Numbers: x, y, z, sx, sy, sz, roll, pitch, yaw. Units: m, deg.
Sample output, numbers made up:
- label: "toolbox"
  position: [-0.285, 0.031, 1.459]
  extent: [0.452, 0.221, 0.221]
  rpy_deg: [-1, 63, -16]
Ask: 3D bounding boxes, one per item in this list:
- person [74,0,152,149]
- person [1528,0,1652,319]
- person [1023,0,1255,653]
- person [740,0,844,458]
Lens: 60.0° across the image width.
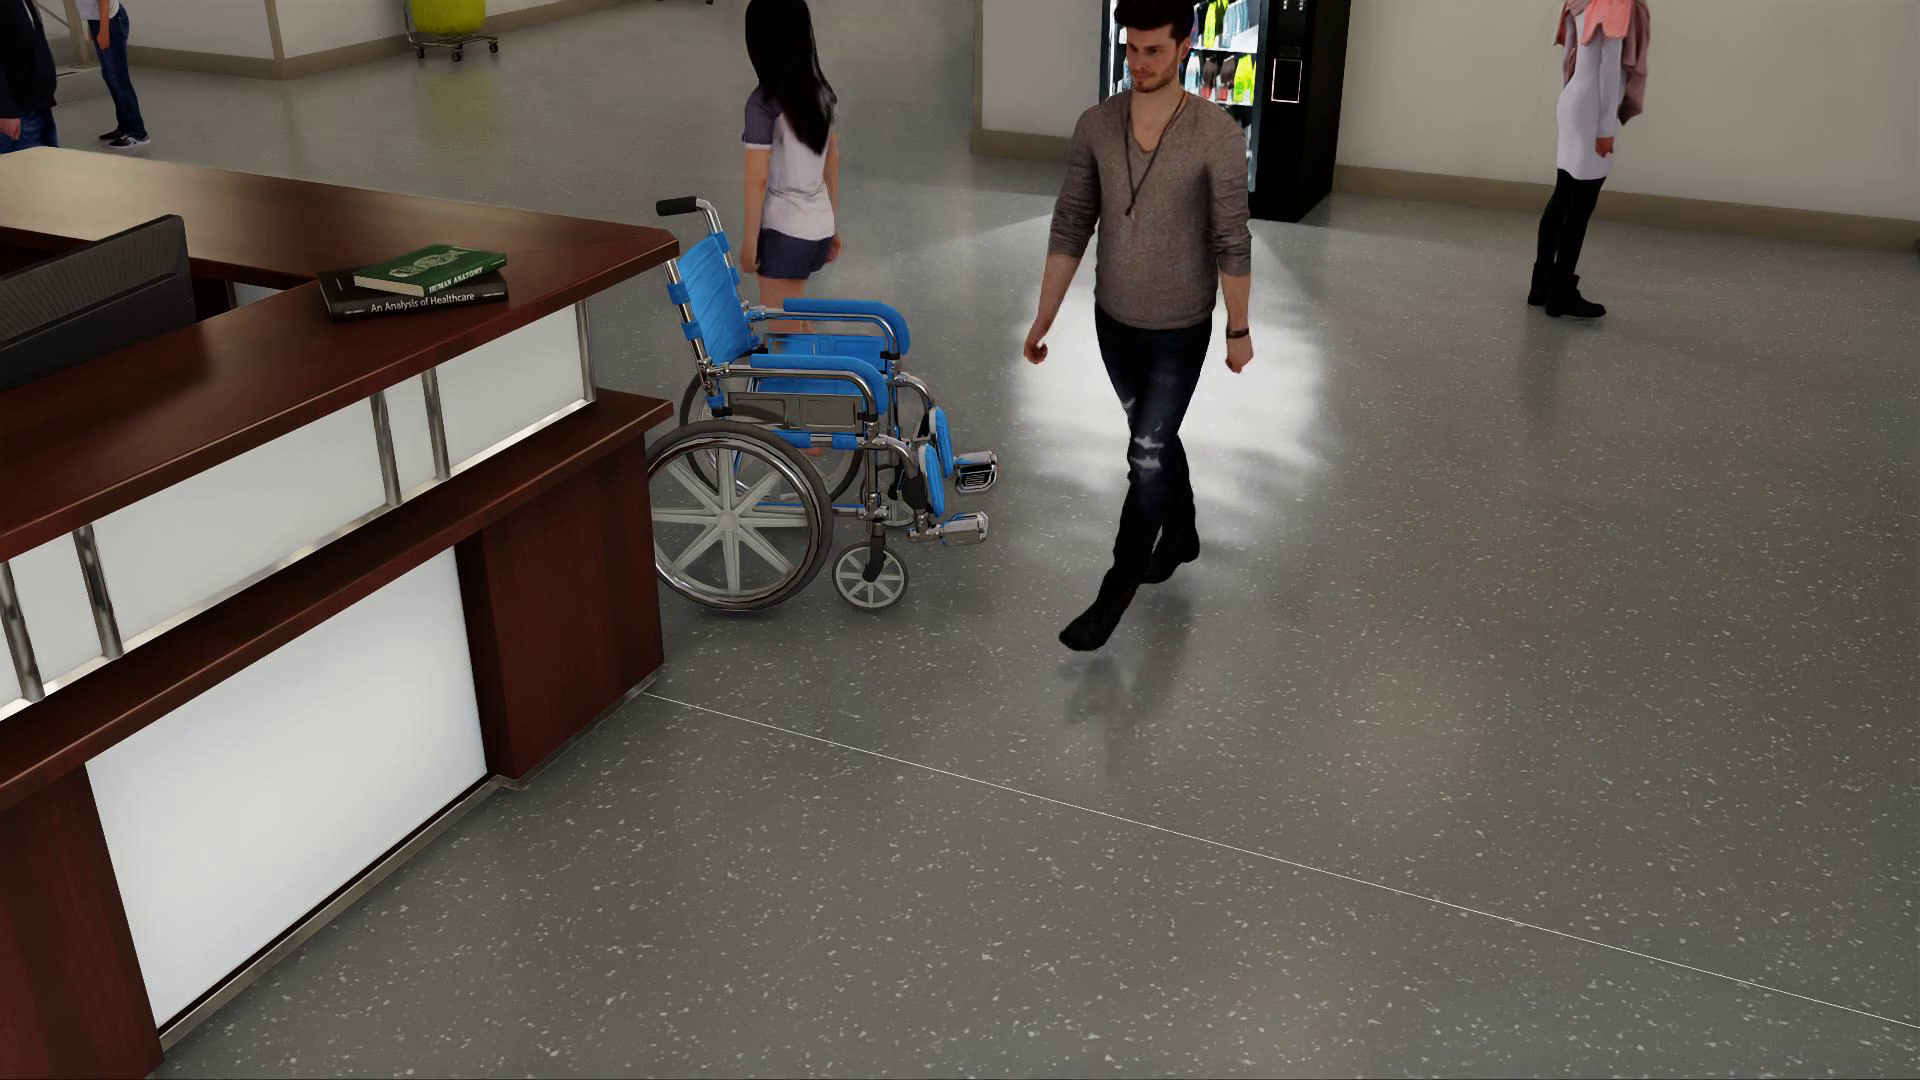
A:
- label: "person"
  position: [-5.632, -3.404, 10.943]
  extent: [0.676, 1.562, 0.585]
  rpy_deg: [-19, 31, -33]
- label: "person"
  position: [2.877, -1.930, 7.608]
  extent: [0.730, 1.803, 0.718]
  rpy_deg: [-1, 26, -2]
- label: "person"
  position: [0.623, -0.660, 4.914]
  extent: [1.140, 1.856, 0.944]
  rpy_deg: [20, 32, 35]
- label: "person"
  position: [-0.543, -1.090, 5.988]
  extent: [0.577, 1.697, 0.575]
  rpy_deg: [12, 28, 23]
